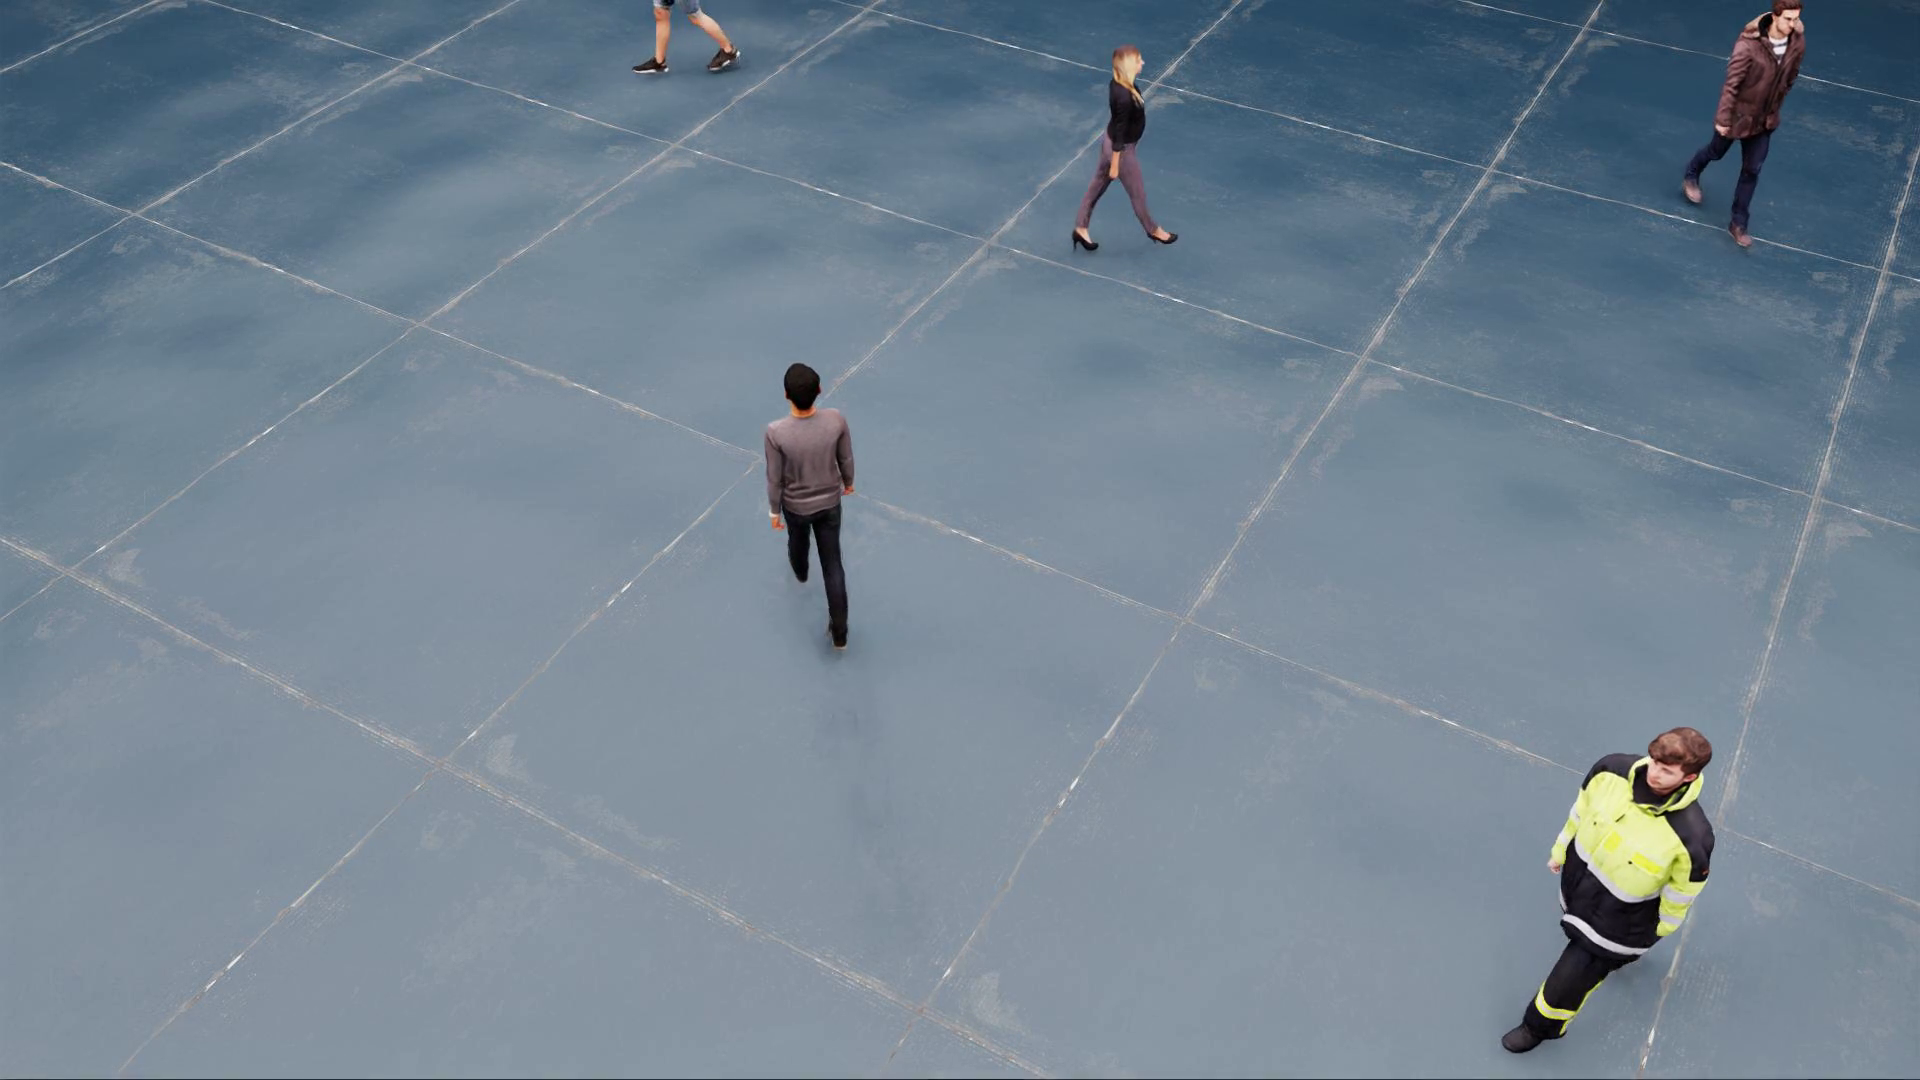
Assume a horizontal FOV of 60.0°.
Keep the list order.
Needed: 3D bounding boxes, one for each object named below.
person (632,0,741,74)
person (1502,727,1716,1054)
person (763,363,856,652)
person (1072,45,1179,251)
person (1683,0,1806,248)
[{"bbox_3d":[-2.324,-4.834,14.200,1.255,1.814,1.132,-14,44,-15],"label":"person"},{"bbox_3d":[2.892,1.450,7.176,1.308,1.954,1.153,-19,46,-20],"label":"person"},{"bbox_3d":[-0.785,-0.146,9.106,1.204,1.723,1.171,14,44,15],"label":"person"},{"bbox_3d":[1.057,-2.792,12.086,1.033,1.633,1.060,-3,42,-3],"label":"person"},{"bbox_3d":[5.827,-3.213,12.426,1.196,1.799,1.332,-5,43,-6],"label":"person"}]
